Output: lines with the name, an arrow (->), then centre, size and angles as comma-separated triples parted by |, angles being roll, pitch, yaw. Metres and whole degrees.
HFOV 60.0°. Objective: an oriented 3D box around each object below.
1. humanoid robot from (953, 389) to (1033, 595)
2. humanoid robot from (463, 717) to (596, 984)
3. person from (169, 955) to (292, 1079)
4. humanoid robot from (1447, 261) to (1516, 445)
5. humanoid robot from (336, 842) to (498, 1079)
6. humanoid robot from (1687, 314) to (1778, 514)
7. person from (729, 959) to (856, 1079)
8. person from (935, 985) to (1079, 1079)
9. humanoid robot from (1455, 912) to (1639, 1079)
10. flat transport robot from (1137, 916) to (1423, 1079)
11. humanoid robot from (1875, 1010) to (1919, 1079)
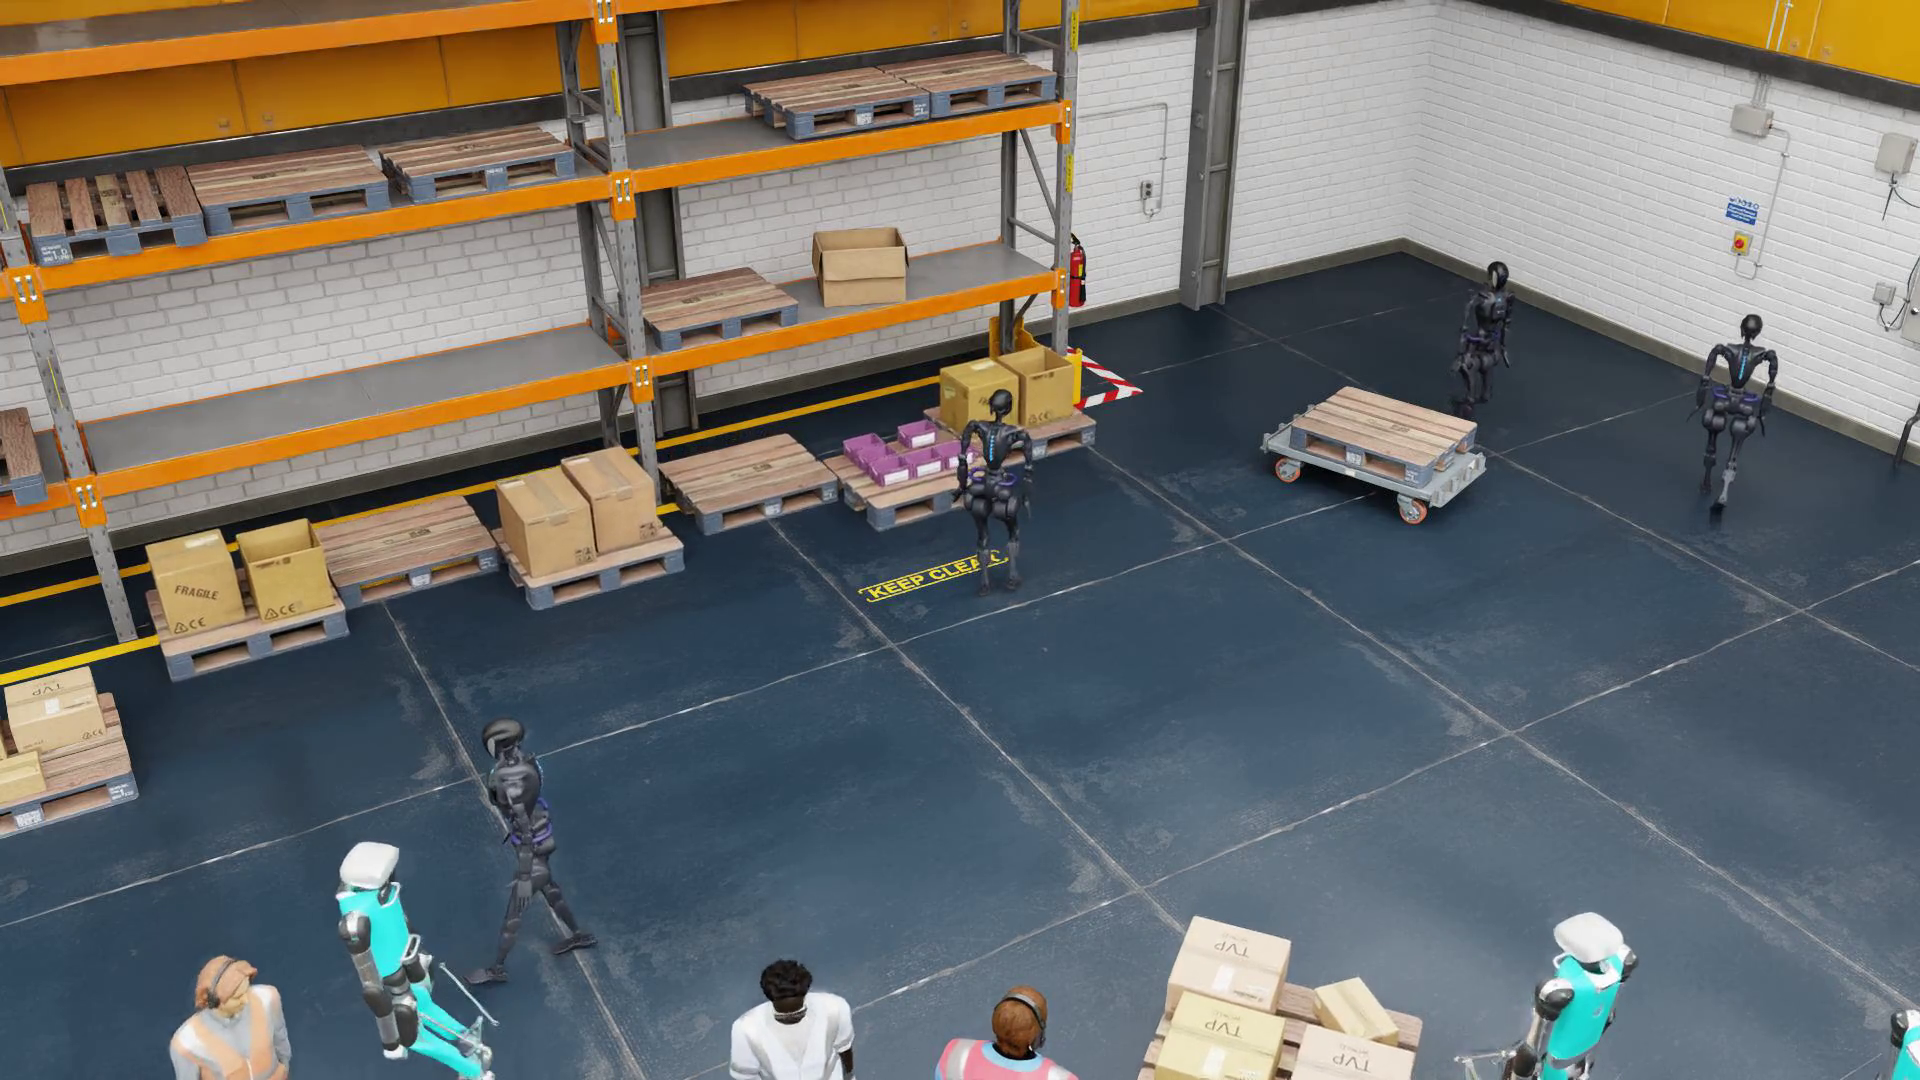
humanoid robot -> 0.235, -0.353, 12.168 | 0.605, 1.653, 0.350 | 8, 30, 14
humanoid robot -> -2.349, 1.606, 8.722 | 0.720, 1.630, 0.609 | -10, 31, -17
person -> -3.183, 2.426, 7.319 | 0.754, 1.602, 0.511 | 24, 37, 35
humanoid robot -> 4.492, -1.673, 14.508 | 0.616, 1.638, 0.498 | -13, 32, -22
humanoid robot -> -2.403, 2.144, 7.696 | 0.673, 1.791, 0.541 | -1, 29, -2
humanoid robot -> 6.208, -1.032, 13.401 | 0.599, 1.633, 0.696 | 11, 31, 19
person -> -0.707, 2.450, 7.210 | 0.548, 1.660, 0.698 | -6, 30, -10
person -> 0.214, 2.565, 6.852 | 0.628, 1.835, 0.431 | 11, 31, 18
humanoid robot -> 2.493, 2.313, 7.433 | 0.538, 1.839, 0.703 | -17, 34, -27
flat transport robot -> 1.533, 2.754, 8.099 | 0.659, 0.231, 1.431 | 11, 31, 19
humanoid robot -> 4.056, 2.628, 6.858 | 0.692, 1.817, 0.543 | -2, 30, -3
